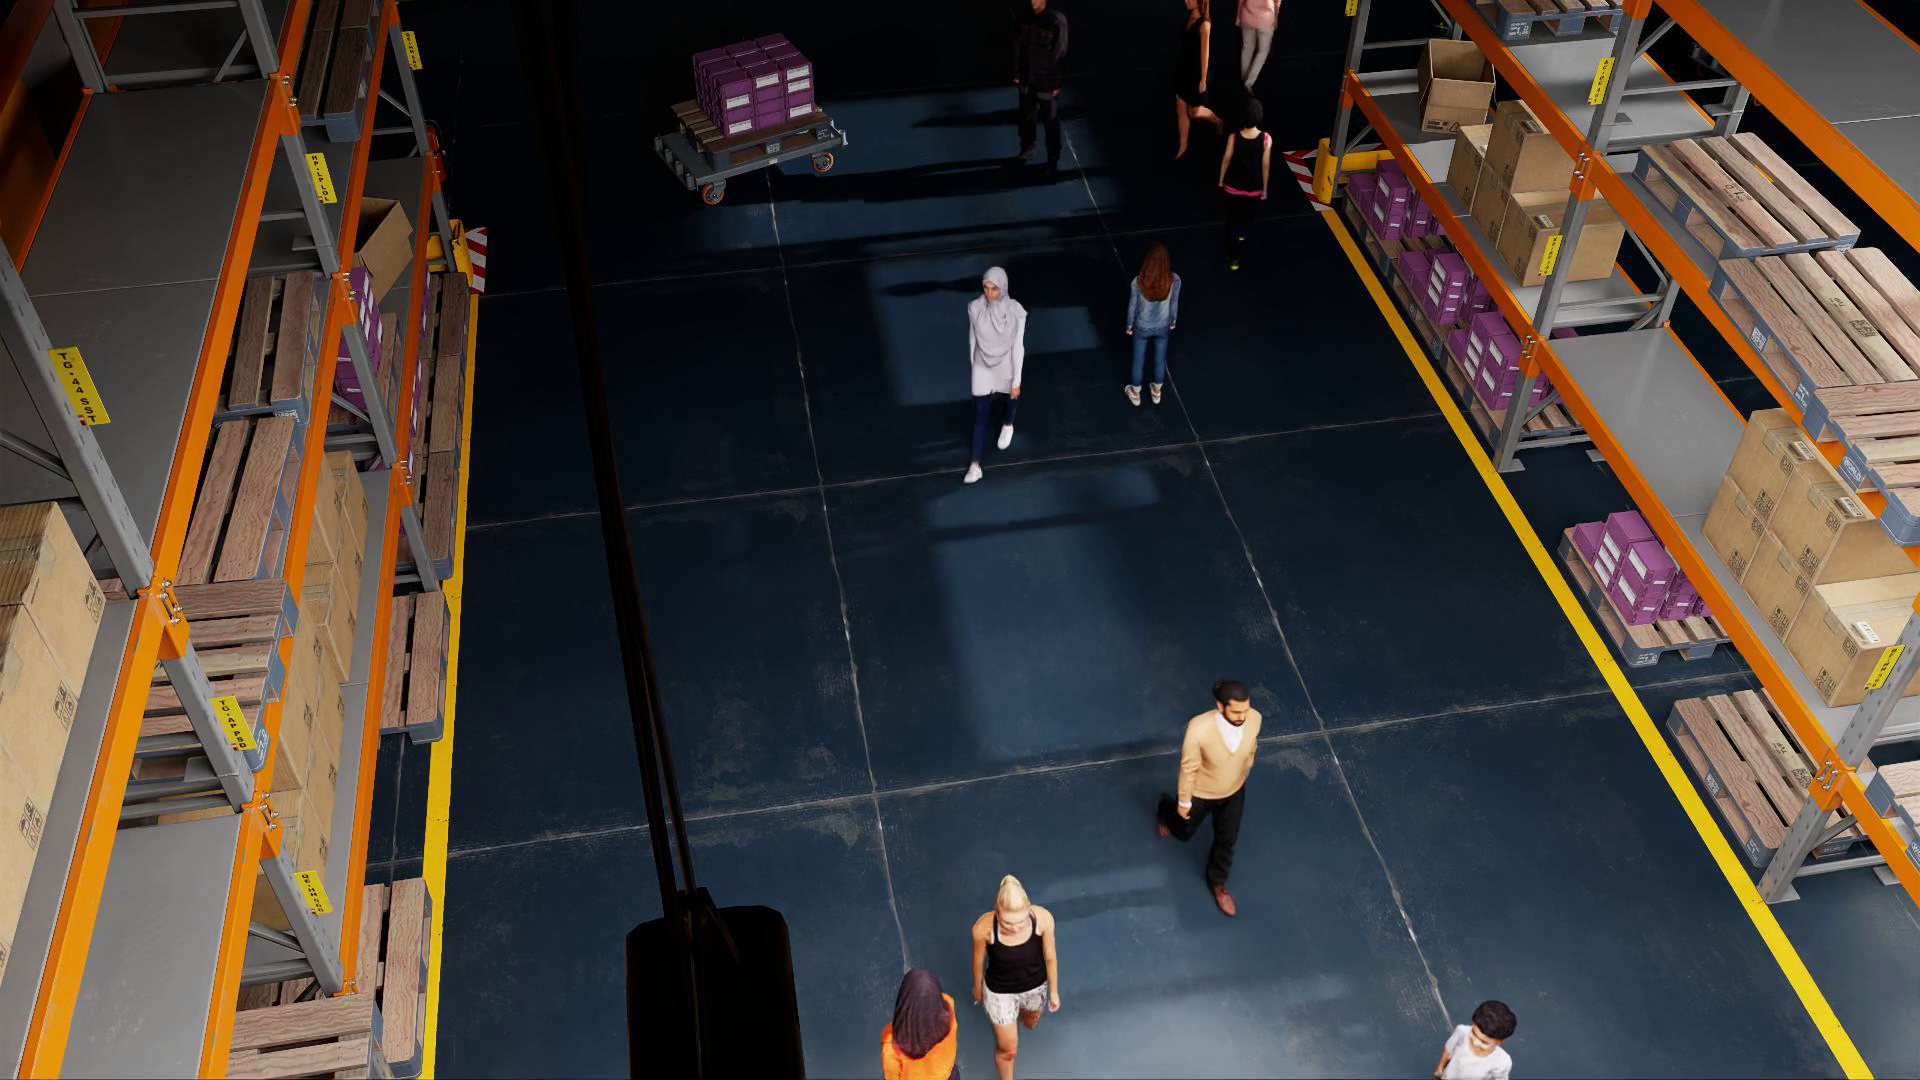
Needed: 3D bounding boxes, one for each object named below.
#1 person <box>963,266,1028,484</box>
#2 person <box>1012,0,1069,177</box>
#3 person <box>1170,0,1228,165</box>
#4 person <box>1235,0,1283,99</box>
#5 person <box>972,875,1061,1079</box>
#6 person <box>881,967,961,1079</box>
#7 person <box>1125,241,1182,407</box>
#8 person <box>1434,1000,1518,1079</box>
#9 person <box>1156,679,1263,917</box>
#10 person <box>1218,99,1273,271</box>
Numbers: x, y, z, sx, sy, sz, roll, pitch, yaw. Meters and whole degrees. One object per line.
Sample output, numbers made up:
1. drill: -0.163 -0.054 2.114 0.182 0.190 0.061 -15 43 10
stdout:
1. person: 0.314 -1.324 12.469 0.940 1.734 1.197 11 45 11
2. person: 0.752 -4.344 15.491 0.786 1.938 0.830 23 48 22
3. person: 2.260 -4.346 15.582 0.772 1.816 0.861 -12 45 -13
4. person: 2.937 -5.147 16.501 0.823 1.707 0.932 14 45 14
5. person: 0.271 2.243 8.661 0.637 1.822 1.059 -9 44 -10
6. person: -0.112 2.735 8.233 0.991 1.699 1.248 -30 51 -28
7. person: 1.510 -1.691 13.042 0.570 1.475 0.518 -3 44 -3
8. person: 2.618 2.753 8.534 0.556 1.260 0.631 34 53 30
9. person: 1.420 1.381 9.630 0.726 1.733 1.058 -12 45 -13
10. person: 2.469 -3.051 14.434 0.725 1.523 0.994 4 44 4
